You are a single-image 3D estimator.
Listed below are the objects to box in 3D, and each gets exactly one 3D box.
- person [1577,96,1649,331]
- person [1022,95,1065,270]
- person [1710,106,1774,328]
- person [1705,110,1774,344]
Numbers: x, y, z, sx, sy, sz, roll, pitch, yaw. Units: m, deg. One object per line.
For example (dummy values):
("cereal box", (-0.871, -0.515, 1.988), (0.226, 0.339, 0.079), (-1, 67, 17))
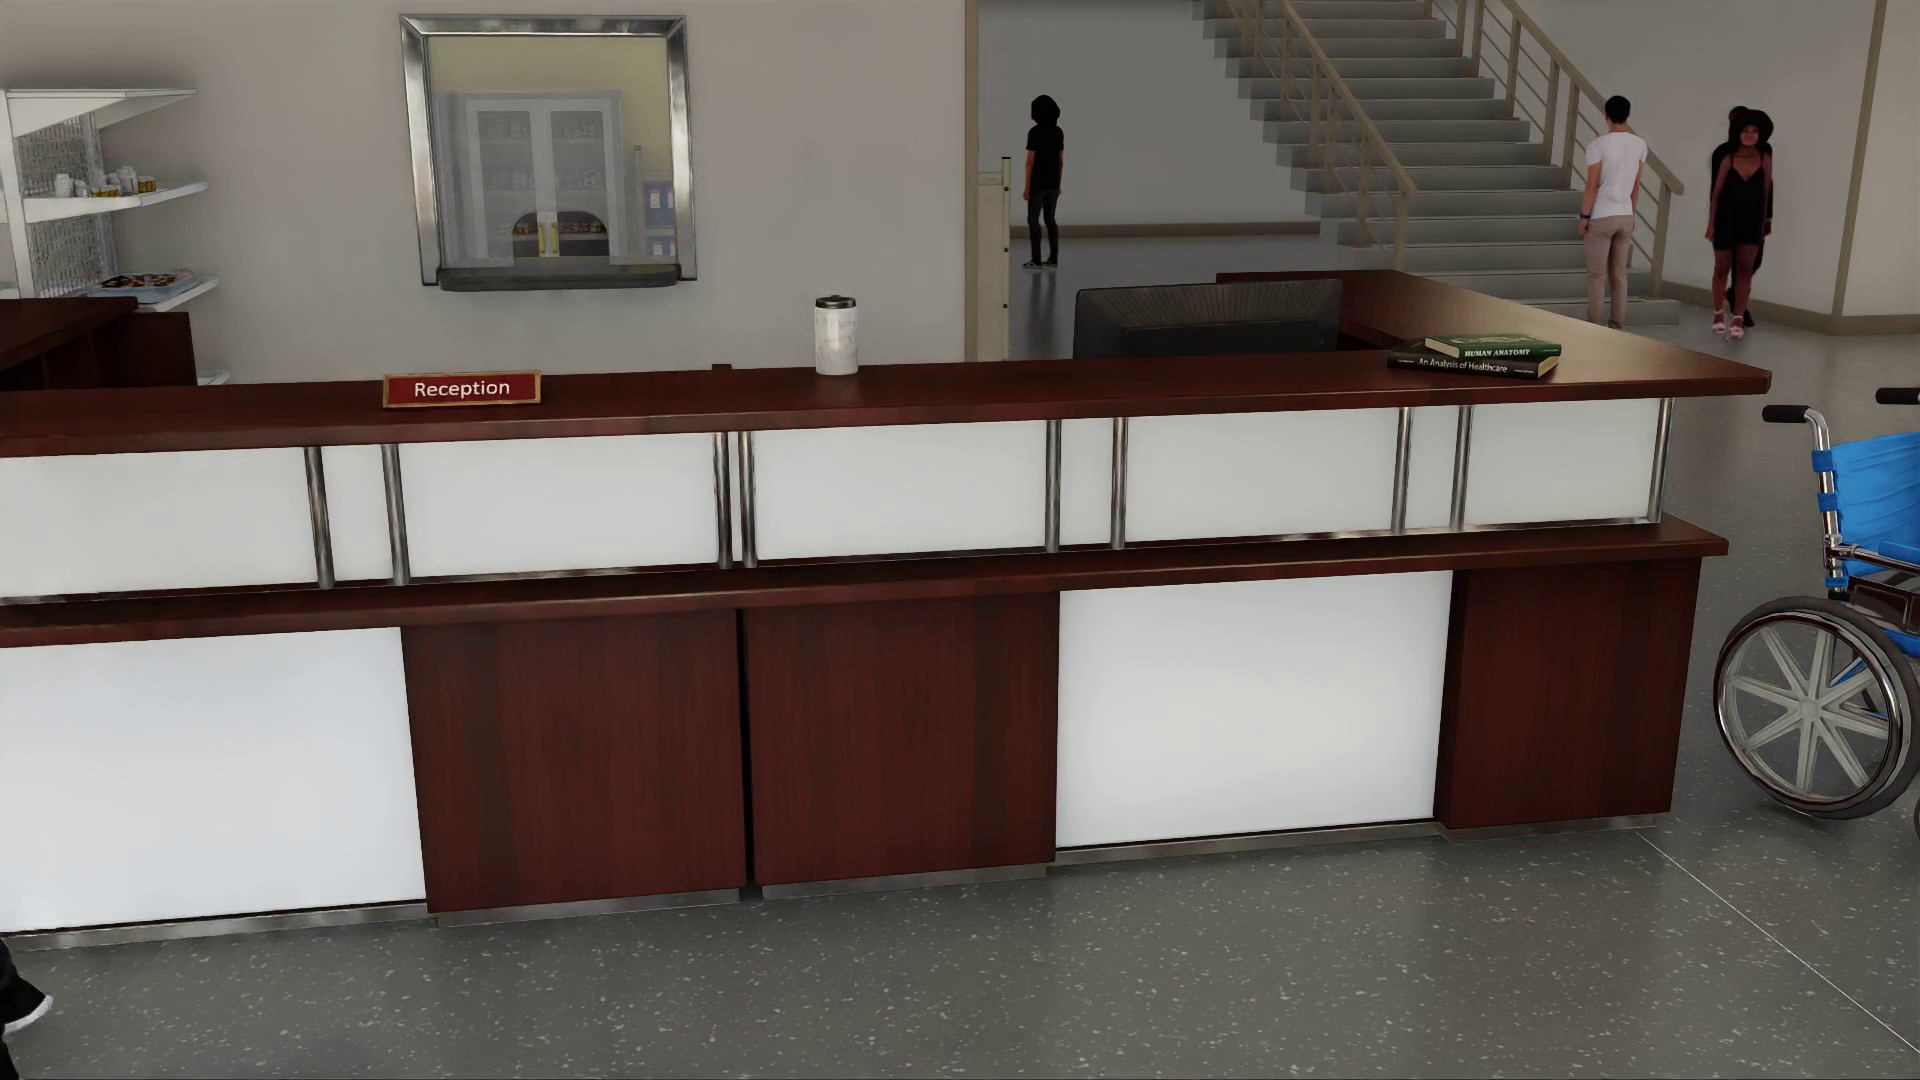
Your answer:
("person", (5.112, -2.520, 13.073), (0.681, 1.887, 0.606), (-4, 16, -13))
("person", (0.910, -3.846, 17.870), (0.710, 1.823, 0.684), (-12, 20, -36))
("person", (6.456, -2.677, 13.832), (0.831, 1.777, 0.904), (1, 16, 4))
("person", (6.018, -2.398, 12.915), (0.949, 1.739, 1.179), (6, 17, 19))
